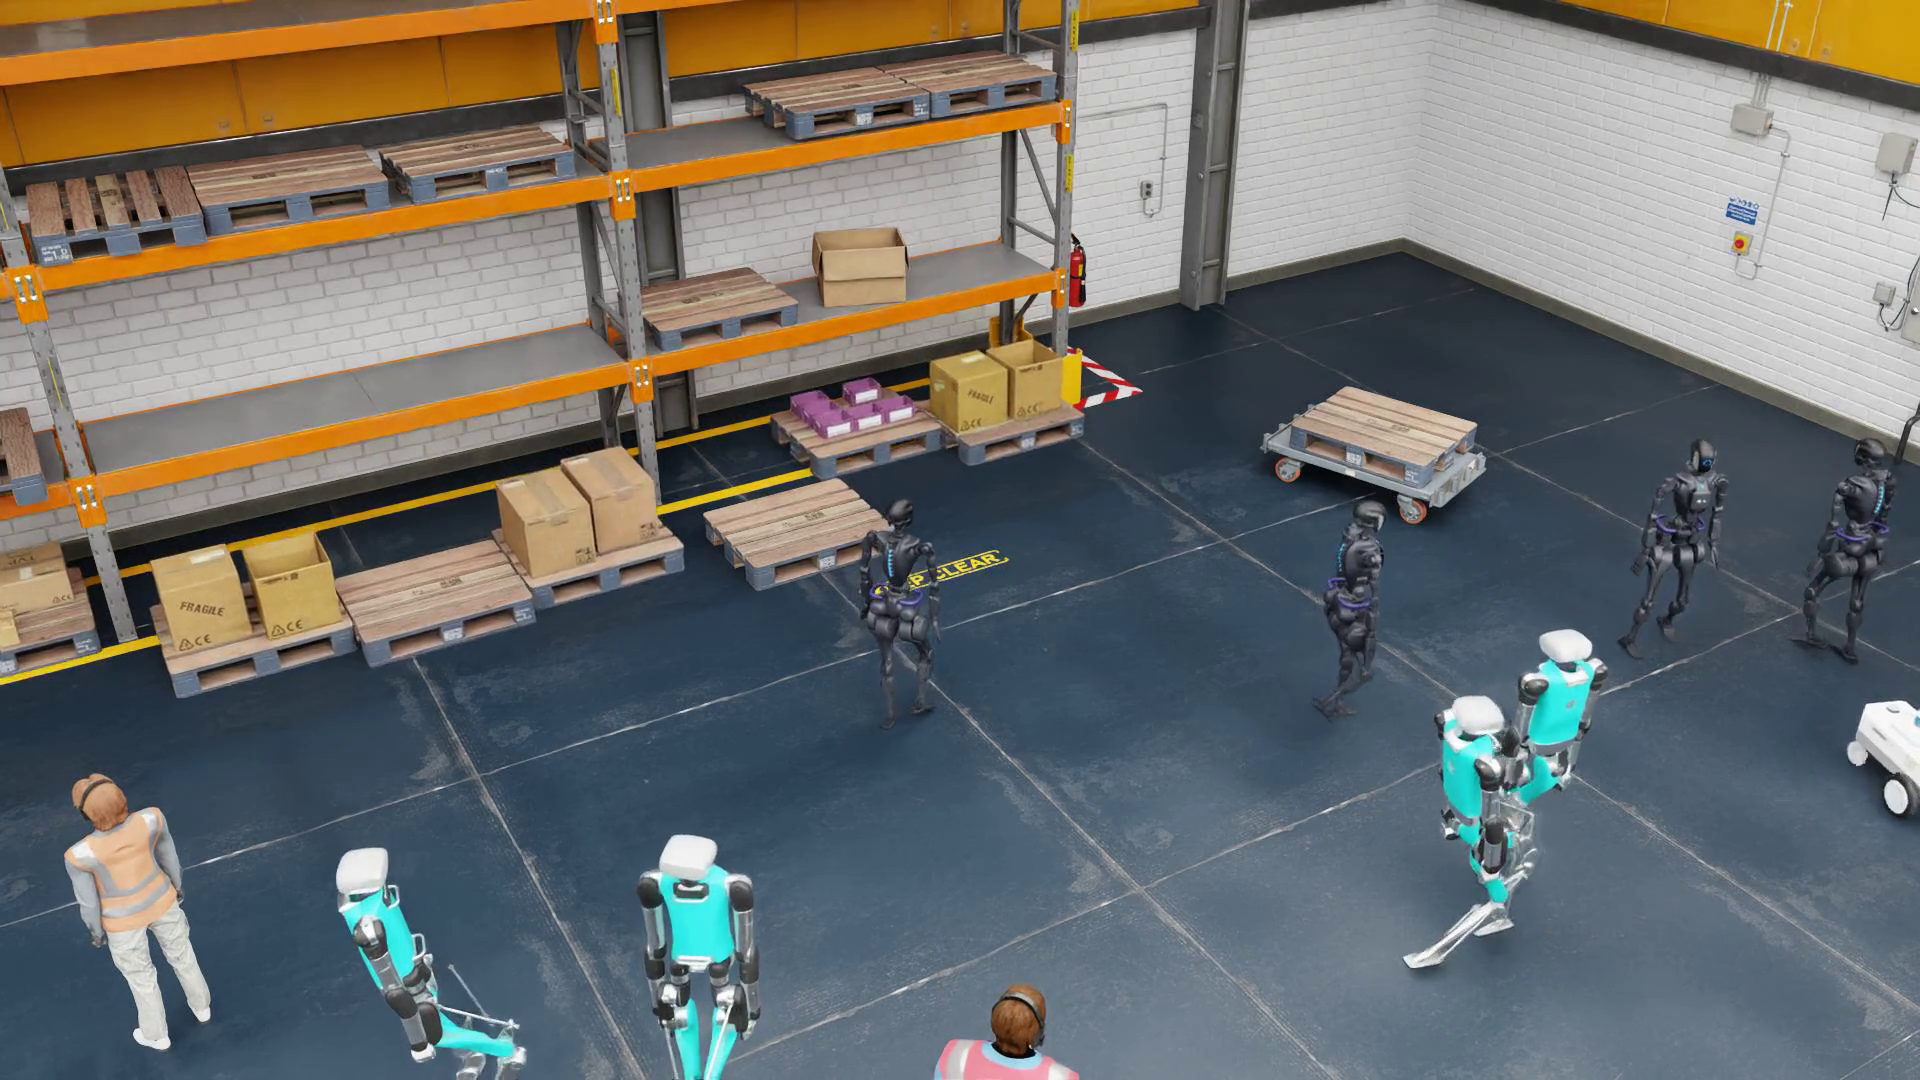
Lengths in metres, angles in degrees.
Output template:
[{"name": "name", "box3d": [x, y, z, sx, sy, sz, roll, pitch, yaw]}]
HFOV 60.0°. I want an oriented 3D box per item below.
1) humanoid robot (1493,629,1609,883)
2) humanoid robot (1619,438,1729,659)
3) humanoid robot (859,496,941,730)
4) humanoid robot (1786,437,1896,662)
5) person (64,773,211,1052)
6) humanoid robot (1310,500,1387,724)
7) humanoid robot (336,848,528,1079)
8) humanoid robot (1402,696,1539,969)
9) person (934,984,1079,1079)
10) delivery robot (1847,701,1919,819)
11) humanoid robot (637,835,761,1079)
[{"name": "humanoid robot", "box3d": [3.126, 1.211, 9.361, 0.540, 1.821, 0.677, -11, 31, -19]}, {"name": "humanoid robot", "box3d": [4.969, 0.021, 11.527, 0.614, 1.641, 0.431, -5, 30, -9]}, {"name": "humanoid robot", "box3d": [-0.402, 0.459, 10.732, 0.589, 1.651, 0.387, 11, 31, 18]}, {"name": "humanoid robot", "box3d": [6.143, 0.061, 11.429, 0.601, 1.642, 0.446, -11, 31, -19]}, {"name": "person", "box3d": [-4.095, 1.853, 8.297, 0.306, 1.641, 0.510, 21, 35, 32]}, {"name": "humanoid robot", "box3d": [2.493, 0.464, 10.730, 0.391, 1.648, 0.602, -7, 30, -12]}, {"name": "humanoid robot", "box3d": [-2.350, 2.159, 7.741, 0.787, 1.842, 0.543, -10, 31, -17]}, {"name": "humanoid robot", "box3d": [2.830, 1.537, 8.764, 0.991, 1.728, 0.541, -8, 30, -13]}, {"name": "person", "box3d": [0.209, 2.562, 6.856, 0.630, 1.837, 0.431, 9, 31, 15]}, {"name": "delivery robot", "box3d": [5.919, 1.352, 10.309, 0.499, 0.613, 0.807, -4, 30, -8]}, {"name": "humanoid robot", "box3d": [-1.200, 2.255, 7.507, 0.547, 1.783, 0.835, 3, 30, 5]}]
